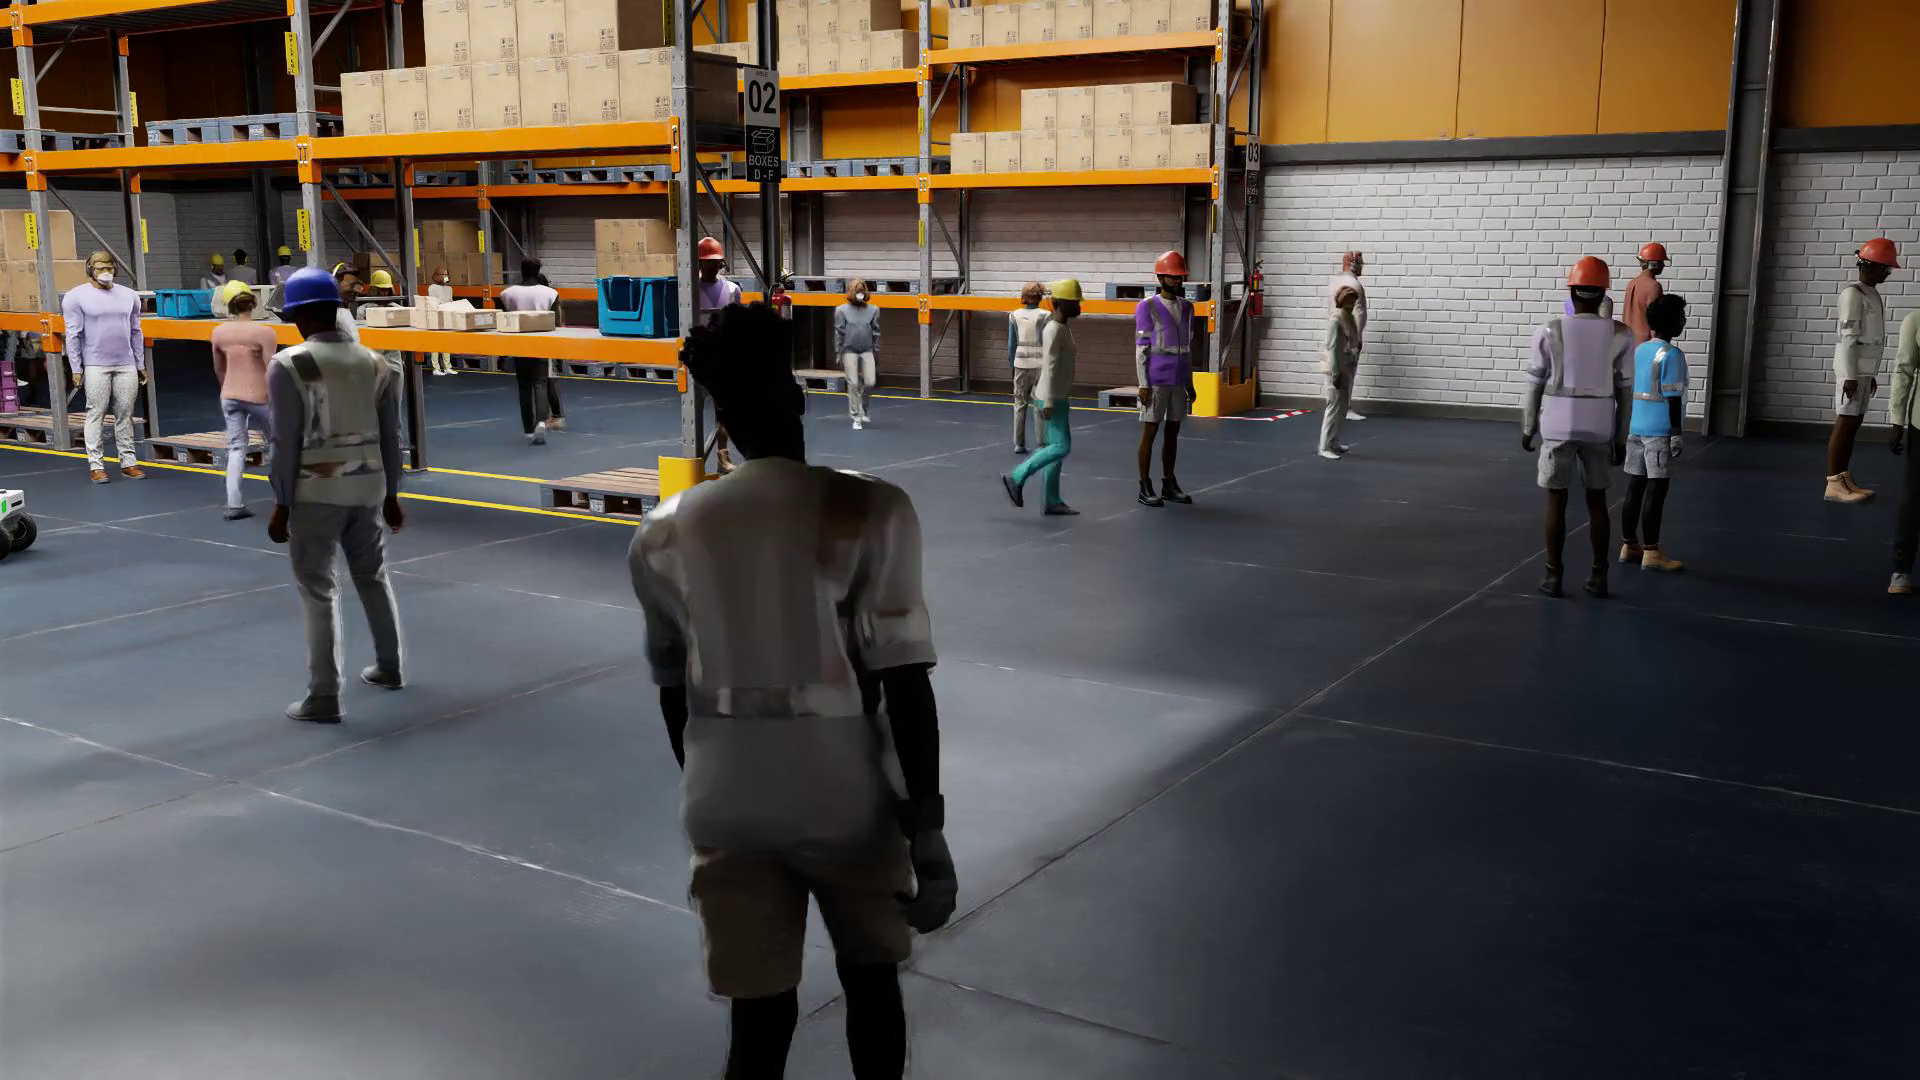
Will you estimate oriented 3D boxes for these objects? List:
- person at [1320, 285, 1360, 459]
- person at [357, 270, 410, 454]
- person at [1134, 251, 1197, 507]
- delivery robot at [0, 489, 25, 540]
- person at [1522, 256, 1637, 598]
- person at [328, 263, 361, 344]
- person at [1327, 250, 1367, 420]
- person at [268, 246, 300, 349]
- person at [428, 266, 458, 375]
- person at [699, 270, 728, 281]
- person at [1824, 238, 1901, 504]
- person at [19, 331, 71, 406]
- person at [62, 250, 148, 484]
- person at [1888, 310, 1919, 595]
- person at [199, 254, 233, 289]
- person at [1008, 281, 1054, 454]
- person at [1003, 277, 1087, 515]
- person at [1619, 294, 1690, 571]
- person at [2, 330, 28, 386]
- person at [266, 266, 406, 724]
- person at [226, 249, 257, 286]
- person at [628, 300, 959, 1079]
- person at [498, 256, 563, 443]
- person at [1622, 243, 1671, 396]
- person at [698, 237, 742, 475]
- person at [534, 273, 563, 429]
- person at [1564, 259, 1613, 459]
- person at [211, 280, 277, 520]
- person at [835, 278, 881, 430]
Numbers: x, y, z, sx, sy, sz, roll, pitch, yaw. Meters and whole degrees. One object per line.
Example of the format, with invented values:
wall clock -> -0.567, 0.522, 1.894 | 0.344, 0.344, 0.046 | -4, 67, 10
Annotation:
person -> 3.514, -1.551, 15.410 | 0.407, 1.610, 0.597 | 6, 12, 31
person -> -5.393, -1.648, 15.594 | 0.492, 1.740, 0.325 | -10, 14, -43
person -> 1.588, -1.228, 12.721 | 0.543, 1.939, 0.360 | -7, 12, -33
delivery robot -> -6.359, -0.191, 10.549 | 0.707, 0.478, 0.477 | -2, 10, -9
person -> 3.480, -0.623, 9.395 | 0.558, 1.933, 0.410 | 2, 10, 11
person -> -4.347, -1.025, 11.809 | 0.334, 1.864, 0.521 | -2, 10, -9
person -> 4.392, -2.306, 18.782 | 0.403, 1.906, 0.651 | -2, 10, -12
person -> -10.872, -3.784, 26.921 | 0.594, 1.922, 0.385 | -8, 13, -39
person -> -7.785, -3.289, 25.007 | 0.277, 1.629, 0.497 | 5, 11, 26
person -> -3.098, -2.559, 20.204 | 0.645, 1.901, 0.398 | -5, 11, -26
person -> 6.986, -1.304, 12.878 | 0.390, 2.034, 0.605 | 9, 14, 41
person -> -11.194, -2.567, 20.288 | 0.980, 1.896, 0.570 | 8, 13, 39
person -> -7.140, -1.449, 13.945 | 0.353, 1.936, 0.635 | 8, 13, 38
person -> 5.612, -0.662, 9.426 | 0.624, 1.992, 0.386 | 3, 11, 18
person -> -12.066, -3.778, 27.280 | 0.937, 1.778, 0.602 | 6, 12, 28
person -> 0.687, -1.616, 15.703 | 0.511, 1.638, 0.308 | 7, 12, 33
person -> 0.656, -1.034, 12.148 | 0.537, 1.752, 0.540 | 2, 10, 11
person -> 4.293, -0.661, 10.248 | 0.318, 1.697, 0.535 | -1, 10, -5
person -> -13.214, -2.959, 23.148 | 0.276, 1.636, 0.507 | -4, 11, -22
person -> -2.697, -0.215, 7.191 | 0.449, 1.927, 0.639 | 5, 12, 28
person -> -12.341, -4.069, 28.649 | 0.521, 1.870, 0.319 | -5, 11, -26
person -> -0.281, 0.499, 3.237 | 0.686, 1.902, 0.923 | 3, 11, 14
person -> -4.340, -1.923, 16.788 | 0.643, 1.873, 0.943 | -1, 10, -8
person -> 6.902, -1.987, 16.763 | 0.388, 1.992, 0.625 | -1, 10, -5
person -> -2.137, -1.564, 14.290 | 0.608, 2.044, 0.371 | -6, 12, -30
person -> -4.538, -2.017, 17.836 | 0.643, 1.670, 0.537 | 3, 11, 17
person -> 5.707, -1.624, 15.154 | 0.383, 1.849, 0.570 | -4, 11, -20
person -> -5.155, -1.030, 12.204 | 0.543, 1.723, 0.737 | 2, 10, 9
person -> -1.097, -1.990, 17.839 | 0.501, 1.623, 0.391 | -2, 11, -13
